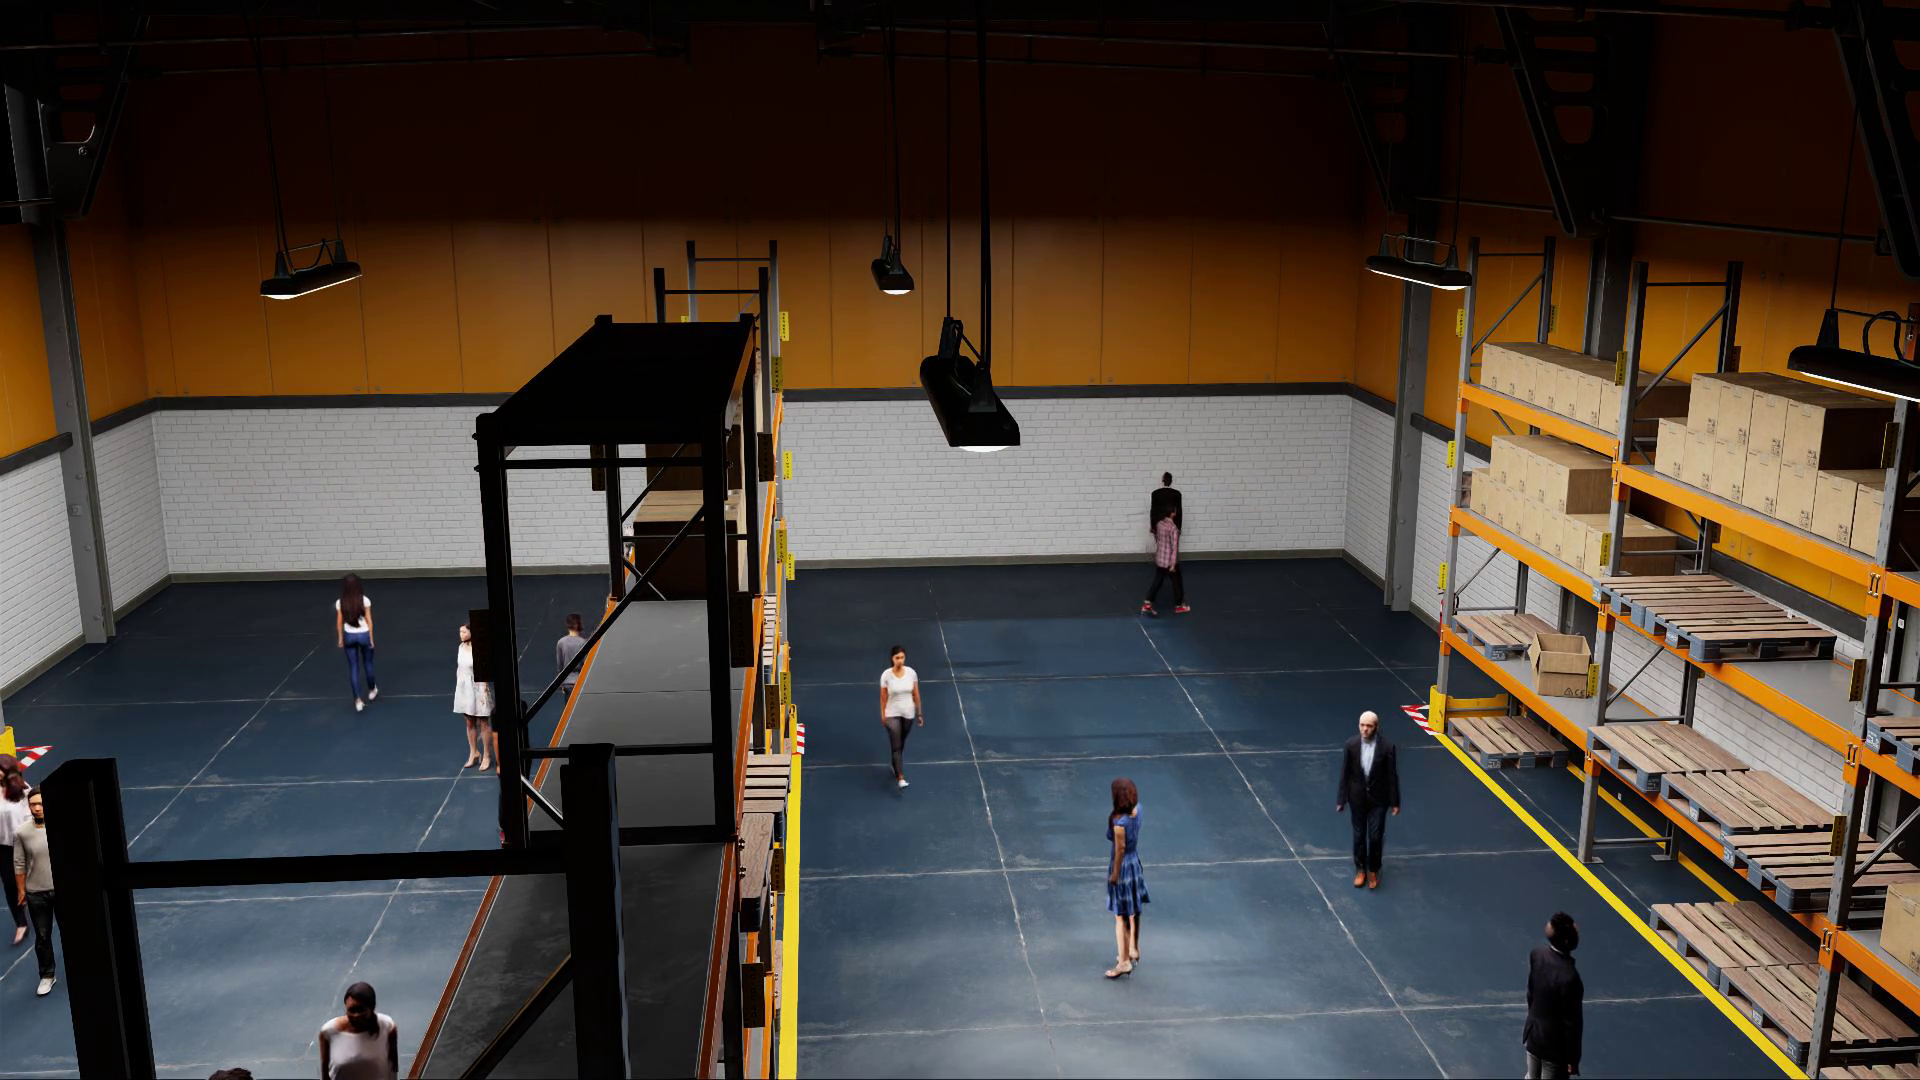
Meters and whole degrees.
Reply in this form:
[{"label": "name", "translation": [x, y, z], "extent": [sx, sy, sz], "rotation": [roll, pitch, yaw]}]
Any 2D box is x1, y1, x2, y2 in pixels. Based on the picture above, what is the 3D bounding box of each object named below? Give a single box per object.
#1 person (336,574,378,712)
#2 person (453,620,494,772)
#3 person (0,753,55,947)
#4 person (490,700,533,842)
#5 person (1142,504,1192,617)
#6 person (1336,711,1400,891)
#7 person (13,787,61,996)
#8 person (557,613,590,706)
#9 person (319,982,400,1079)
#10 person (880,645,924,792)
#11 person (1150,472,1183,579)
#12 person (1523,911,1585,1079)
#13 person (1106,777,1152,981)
[{"label": "person", "translation": [-7.658, 1.317, 21.080], "extent": [0.668, 1.747, 0.993], "rotation": [-2, 14, -9]}, {"label": "person", "translation": [-5.592, 1.778, 19.122], "extent": [0.772, 1.774, 0.809], "rotation": [7, 15, 28]}, {"label": "person", "translation": [-8.485, 2.759, 15.060], "extent": [0.655, 1.779, 0.878], "rotation": [0, 14, 1]}, {"label": "person", "translation": [-4.622, 2.253, 17.194], "extent": [0.768, 1.757, 0.661], "rotation": [7, 15, 27]}, {"label": "person", "translation": [3.079, 0.312, 25.228], "extent": [1.092, 1.748, 1.148], "rotation": [-9, 16, -33]}, {"label": "person", "translation": [3.992, 2.485, 16.167], "extent": [0.833, 1.790, 0.813], "rotation": [6, 15, 25]}, {"label": "person", "translation": [-7.756, 2.955, 14.178], "extent": [0.716, 1.812, 0.679], "rotation": [-7, 15, -25]}, {"label": "person", "translation": [-4.455, 1.714, 19.411], "extent": [0.689, 1.761, 0.670], "rotation": [4, 14, 17]}, {"label": "person", "translation": [-4.026, 3.745, 11.217], "extent": [0.741, 1.671, 0.953], "rotation": [-4, 14, -14]}, {"label": "person", "translation": [-0.701, 1.964, 18.737], "extent": [0.779, 1.593, 1.143], "rotation": [-5, 15, -20]}, {"label": "person", "translation": [3.371, -0.221, 27.323], "extent": [0.740, 1.799, 0.827], "rotation": [2, 14, 6]}, {"label": "person", "translation": [4.151, 3.486, 11.696], "extent": [0.790, 1.949, 0.558], "rotation": [-3, 14, -12]}, {"label": "person", "translation": [1.416, 2.908, 14.386], "extent": [0.818, 1.807, 0.703], "rotation": [7, 15, 26]}]
